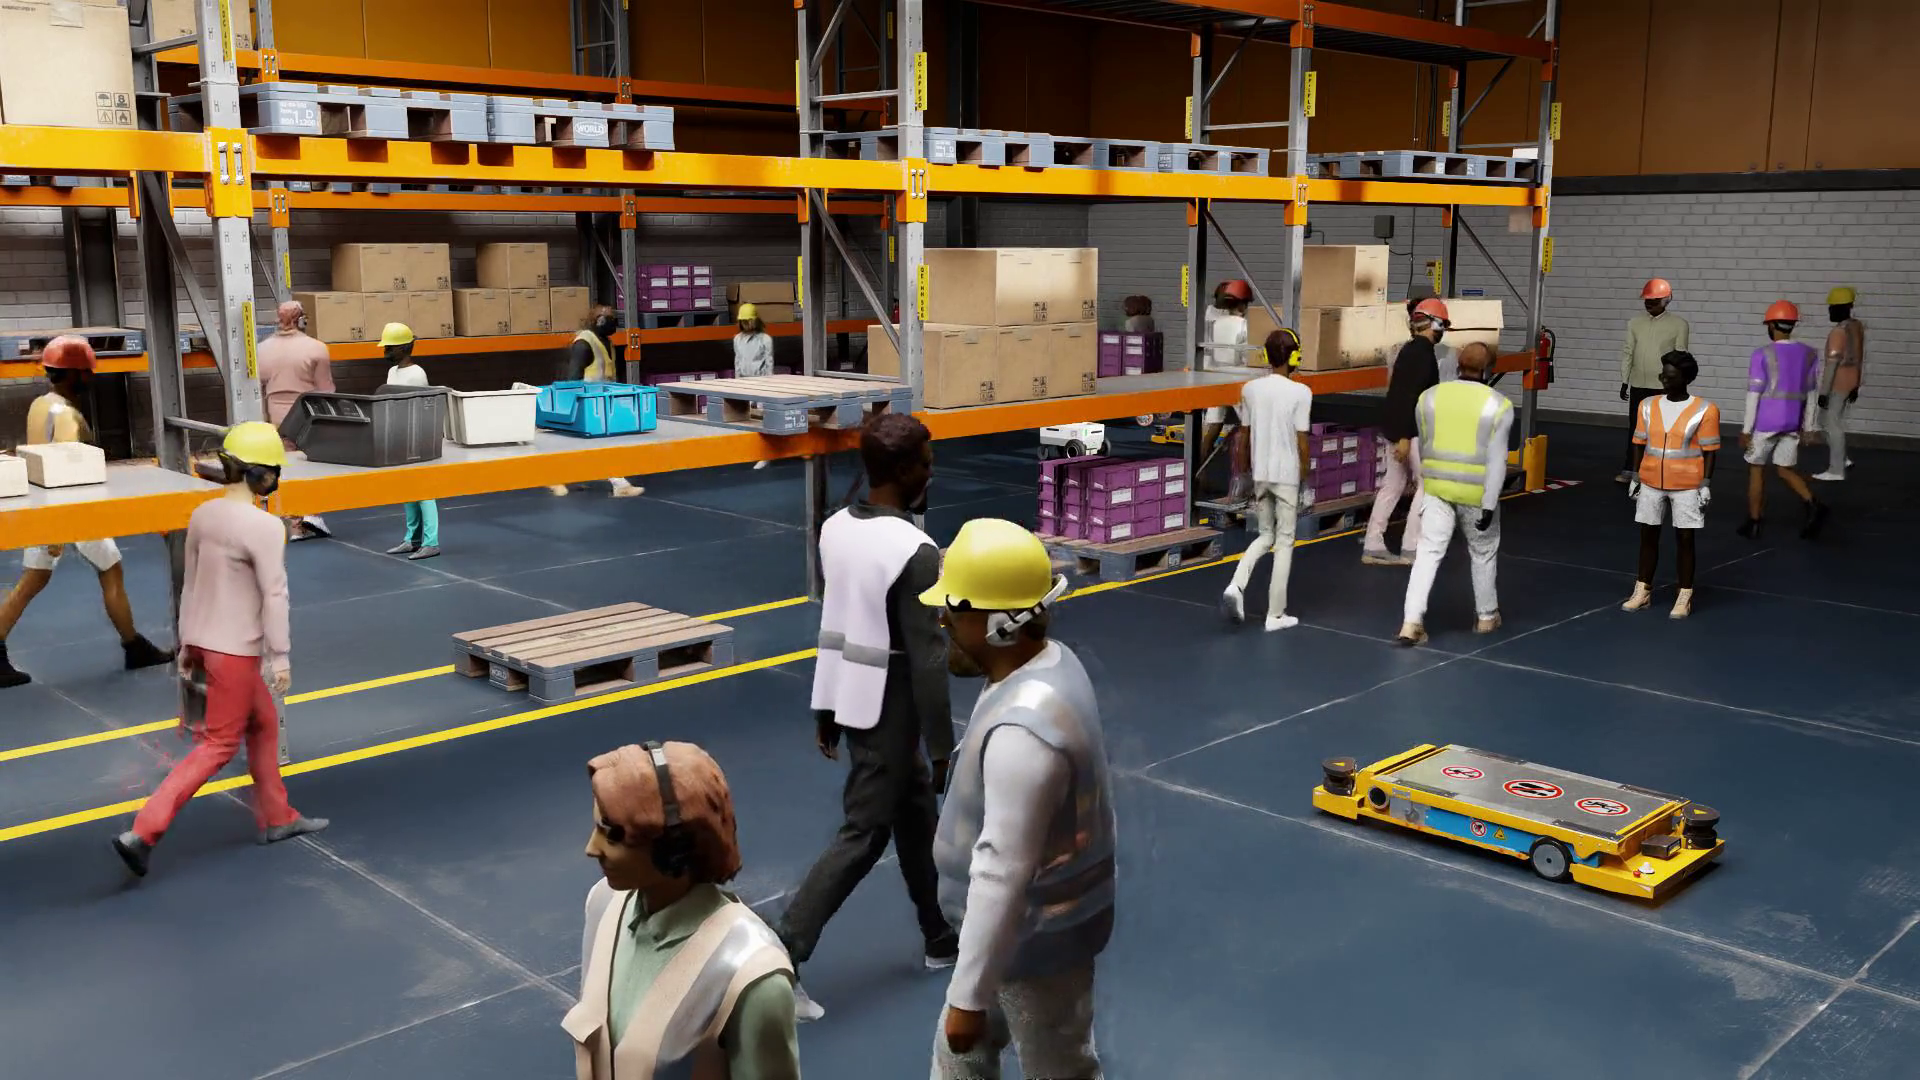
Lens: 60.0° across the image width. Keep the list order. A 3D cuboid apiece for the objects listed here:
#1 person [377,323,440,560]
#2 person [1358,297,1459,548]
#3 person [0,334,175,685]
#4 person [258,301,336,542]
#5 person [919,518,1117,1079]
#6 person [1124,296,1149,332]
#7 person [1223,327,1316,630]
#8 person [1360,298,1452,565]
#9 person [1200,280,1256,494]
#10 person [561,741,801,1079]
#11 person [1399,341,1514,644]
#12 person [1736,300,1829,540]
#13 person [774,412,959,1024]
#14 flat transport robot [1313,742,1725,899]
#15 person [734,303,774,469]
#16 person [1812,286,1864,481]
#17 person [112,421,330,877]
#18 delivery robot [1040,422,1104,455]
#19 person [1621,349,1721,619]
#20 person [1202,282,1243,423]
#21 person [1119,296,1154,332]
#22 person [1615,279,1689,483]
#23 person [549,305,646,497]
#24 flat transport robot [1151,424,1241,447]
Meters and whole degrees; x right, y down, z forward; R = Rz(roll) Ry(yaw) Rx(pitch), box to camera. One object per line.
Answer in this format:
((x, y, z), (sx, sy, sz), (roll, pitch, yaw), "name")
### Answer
((-4.127, -0.734, 12.401), (0.322, 1.765, 0.533), (-10, 15, -44), "person")
((3.389, -0.846, 12.516), (0.636, 1.938, 0.792), (10, 14, 42), "person")
((-4.867, -0.159, 8.957), (0.547, 1.888, 1.025), (8, 13, 39), "person")
((-5.181, -0.926, 13.079), (0.669, 1.894, 0.432), (1, 10, 7), "person")
((0.037, 0.845, 3.677), (0.803, 1.799, 0.622), (1, 10, 5), "person")
((2.439, -2.481, 22.367), (0.744, 1.602, 0.538), (8, 13, 38), "person")
((1.876, -0.347, 10.030), (0.516, 1.859, 0.507), (-10, 14, -43), "person")
((3.258, -0.774, 12.105), (0.673, 1.944, 0.635), (-1, 10, -5), "person")
((2.555, -1.430, 15.594), (1.042, 1.989, 0.628), (-9, 14, -42), "person")
((-0.443, 1.110, 2.695), (0.310, 1.636, 0.523), (-10, 15, -44), "person")
((2.957, -0.278, 9.866), (0.617, 1.799, 0.982), (8, 13, 36), "person")
((6.446, -0.912, 12.992), (0.581, 1.908, 0.703), (-2, 11, -10), "person")
((-0.274, 0.539, 5.167), (0.984, 1.879, 0.608), (-6, 12, -29), "person")
((2.201, 1.069, 6.644), (0.652, 0.197, 1.431), (-10, 14, -44), "flat transport robot")
((-2.110, -1.583, 17.155), (0.495, 1.722, 0.473), (5, 11, 24), "person")
((8.576, -1.522, 16.285), (0.419, 1.910, 0.627), (10, 15, 44), "person")
((-2.840, 0.419, 6.294), (0.532, 1.712, 0.849), (8, 13, 37), "person")
((1.188, -1.151, 17.718), (0.477, 0.478, 0.707), (-10, 14, -44), "delivery robot")
((4.484, -0.352, 10.494), (0.317, 1.698, 0.540), (-10, 15, -44), "person")
((3.097, -2.188, 20.108), (0.611, 1.852, 0.479), (2, 11, 9), "person")
((2.426, -2.558, 22.849), (0.507, 1.564, 0.888), (-6, 12, -30), "person")
((6.674, -1.517, 16.048), (0.391, 1.990, 0.623), (-10, 15, -44), "person")
((-3.419, -1.269, 15.312), (0.930, 1.780, 0.666), (1, 10, 6), "person")
((2.933, -1.176, 18.884), (0.652, 0.197, 1.431), (-10, 15, -44), "flat transport robot")
